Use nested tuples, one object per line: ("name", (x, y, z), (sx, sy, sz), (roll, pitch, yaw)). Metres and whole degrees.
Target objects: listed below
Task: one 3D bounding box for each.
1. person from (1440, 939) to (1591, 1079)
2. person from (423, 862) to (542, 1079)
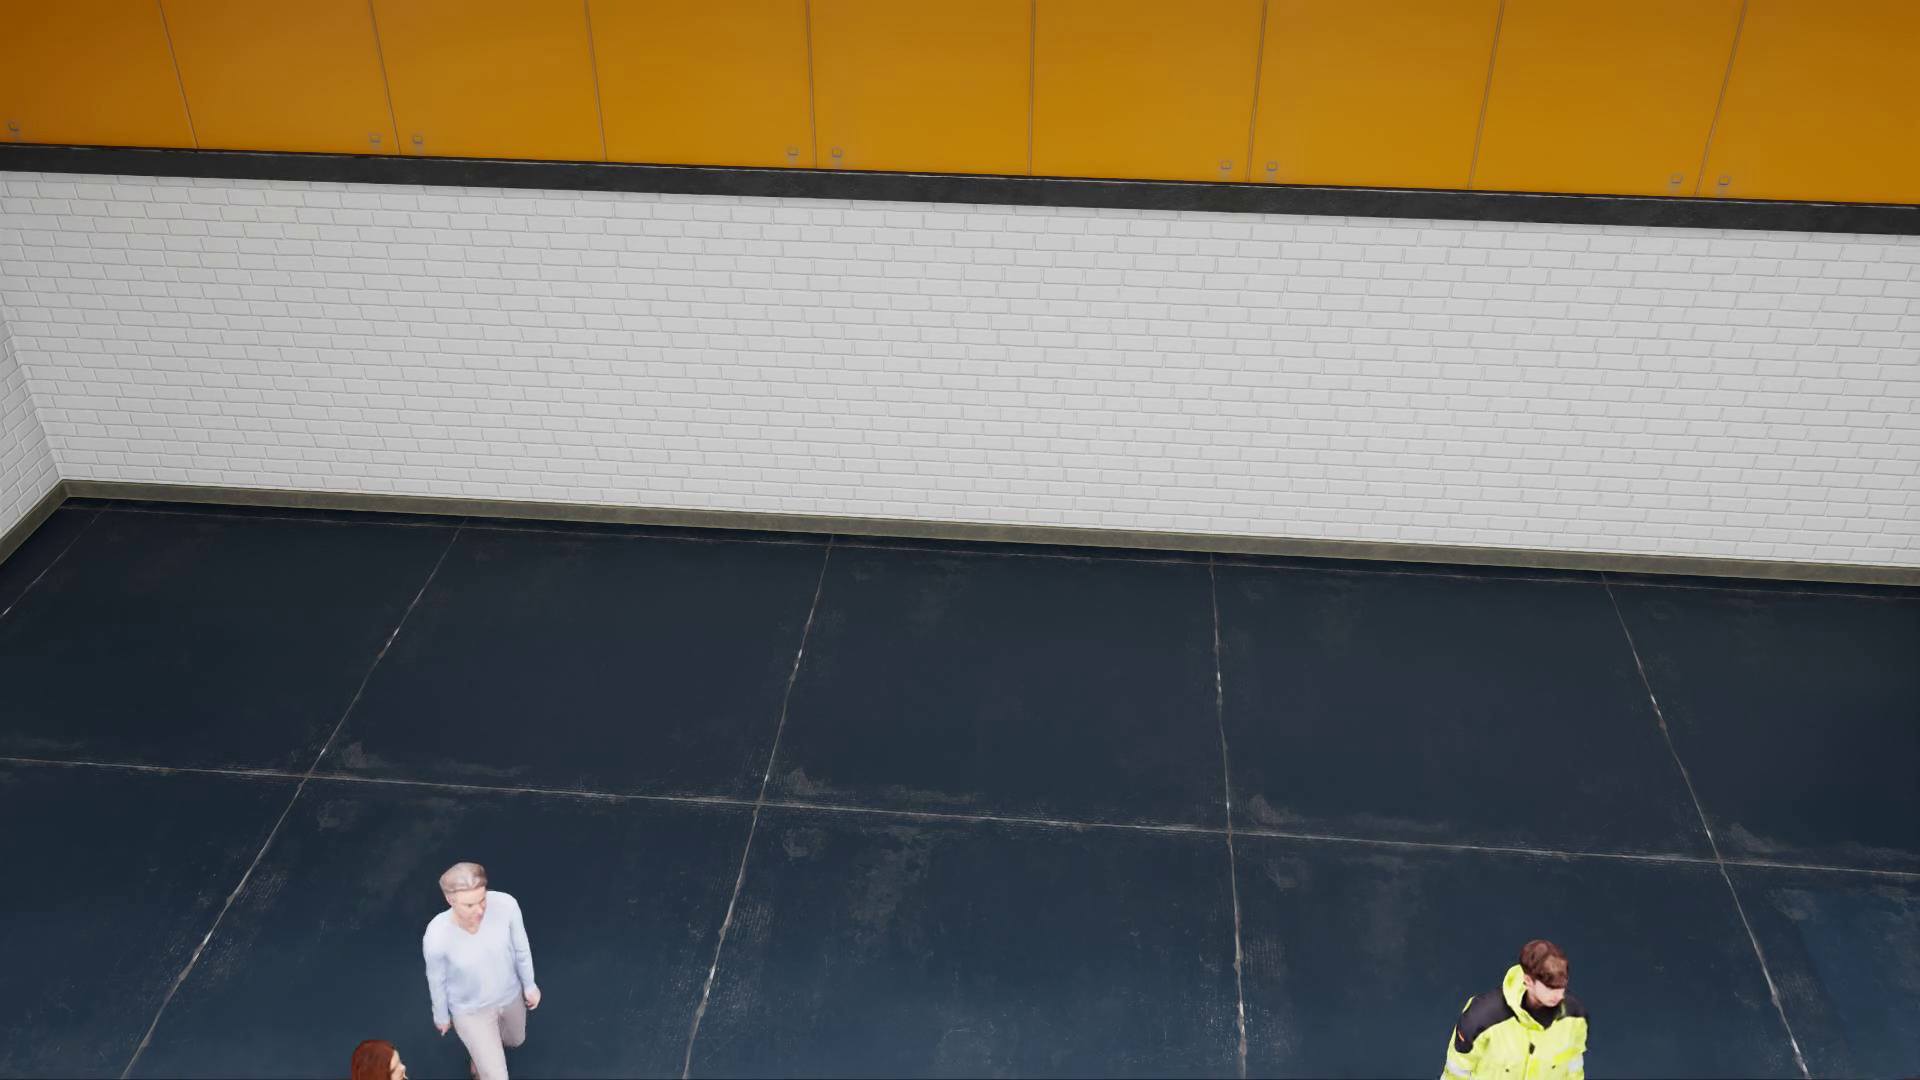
("person", (2.470, 2.495, 7.730), (1.072, 1.932, 1.387), (-9, 35, -13))
("person", (-2.376, 2.224, 8.205), (1.134, 1.858, 1.176), (-22, 40, -30))
